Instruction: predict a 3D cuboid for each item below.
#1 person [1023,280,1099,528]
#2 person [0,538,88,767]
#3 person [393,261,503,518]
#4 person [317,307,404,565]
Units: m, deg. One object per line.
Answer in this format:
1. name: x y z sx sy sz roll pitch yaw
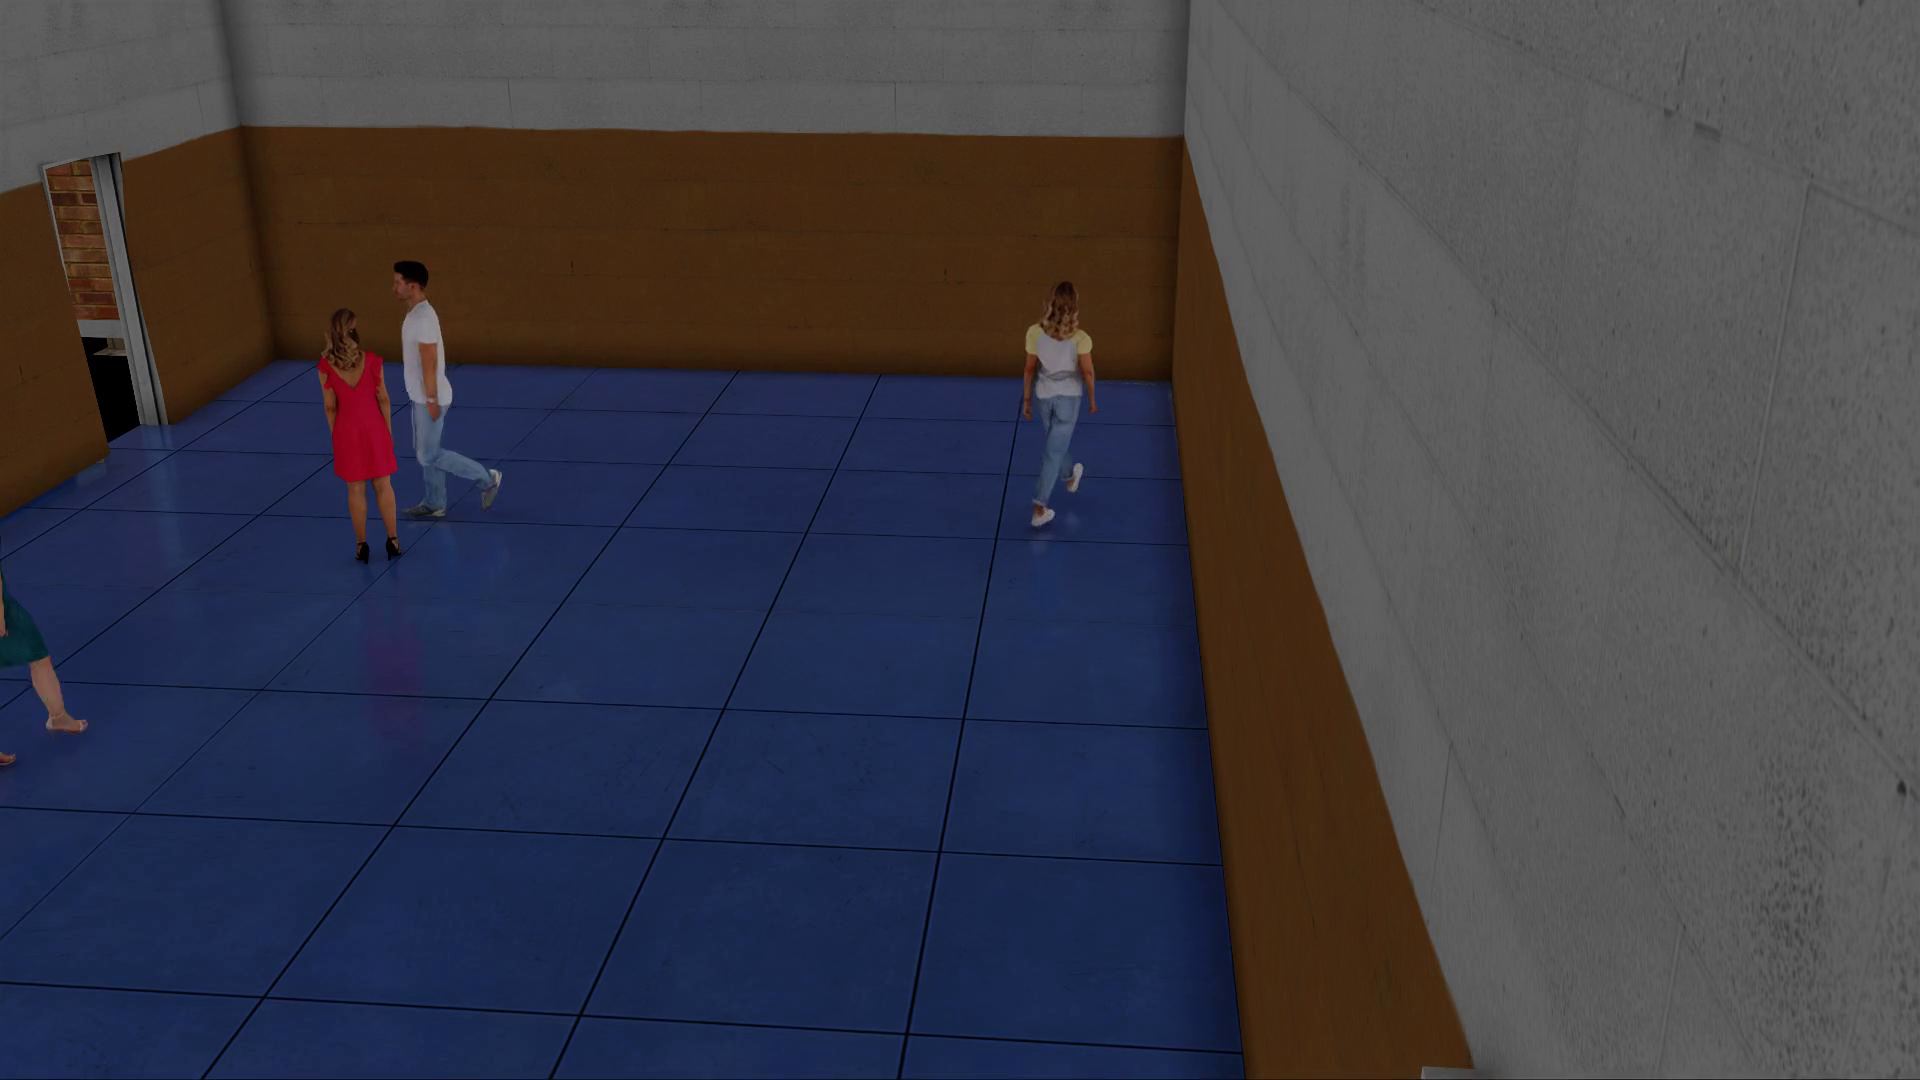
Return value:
1. person: 0.649 -0.894 11.506 1.174 1.669 0.969 10 24 23
2. person: -4.939 0.403 8.305 0.811 1.665 0.749 8 23 20
3. person: -3.617 -1.017 11.605 1.059 1.840 0.884 -7 23 -17
4. person: -3.937 -0.686 10.929 0.595 1.729 0.706 -7 23 -16
